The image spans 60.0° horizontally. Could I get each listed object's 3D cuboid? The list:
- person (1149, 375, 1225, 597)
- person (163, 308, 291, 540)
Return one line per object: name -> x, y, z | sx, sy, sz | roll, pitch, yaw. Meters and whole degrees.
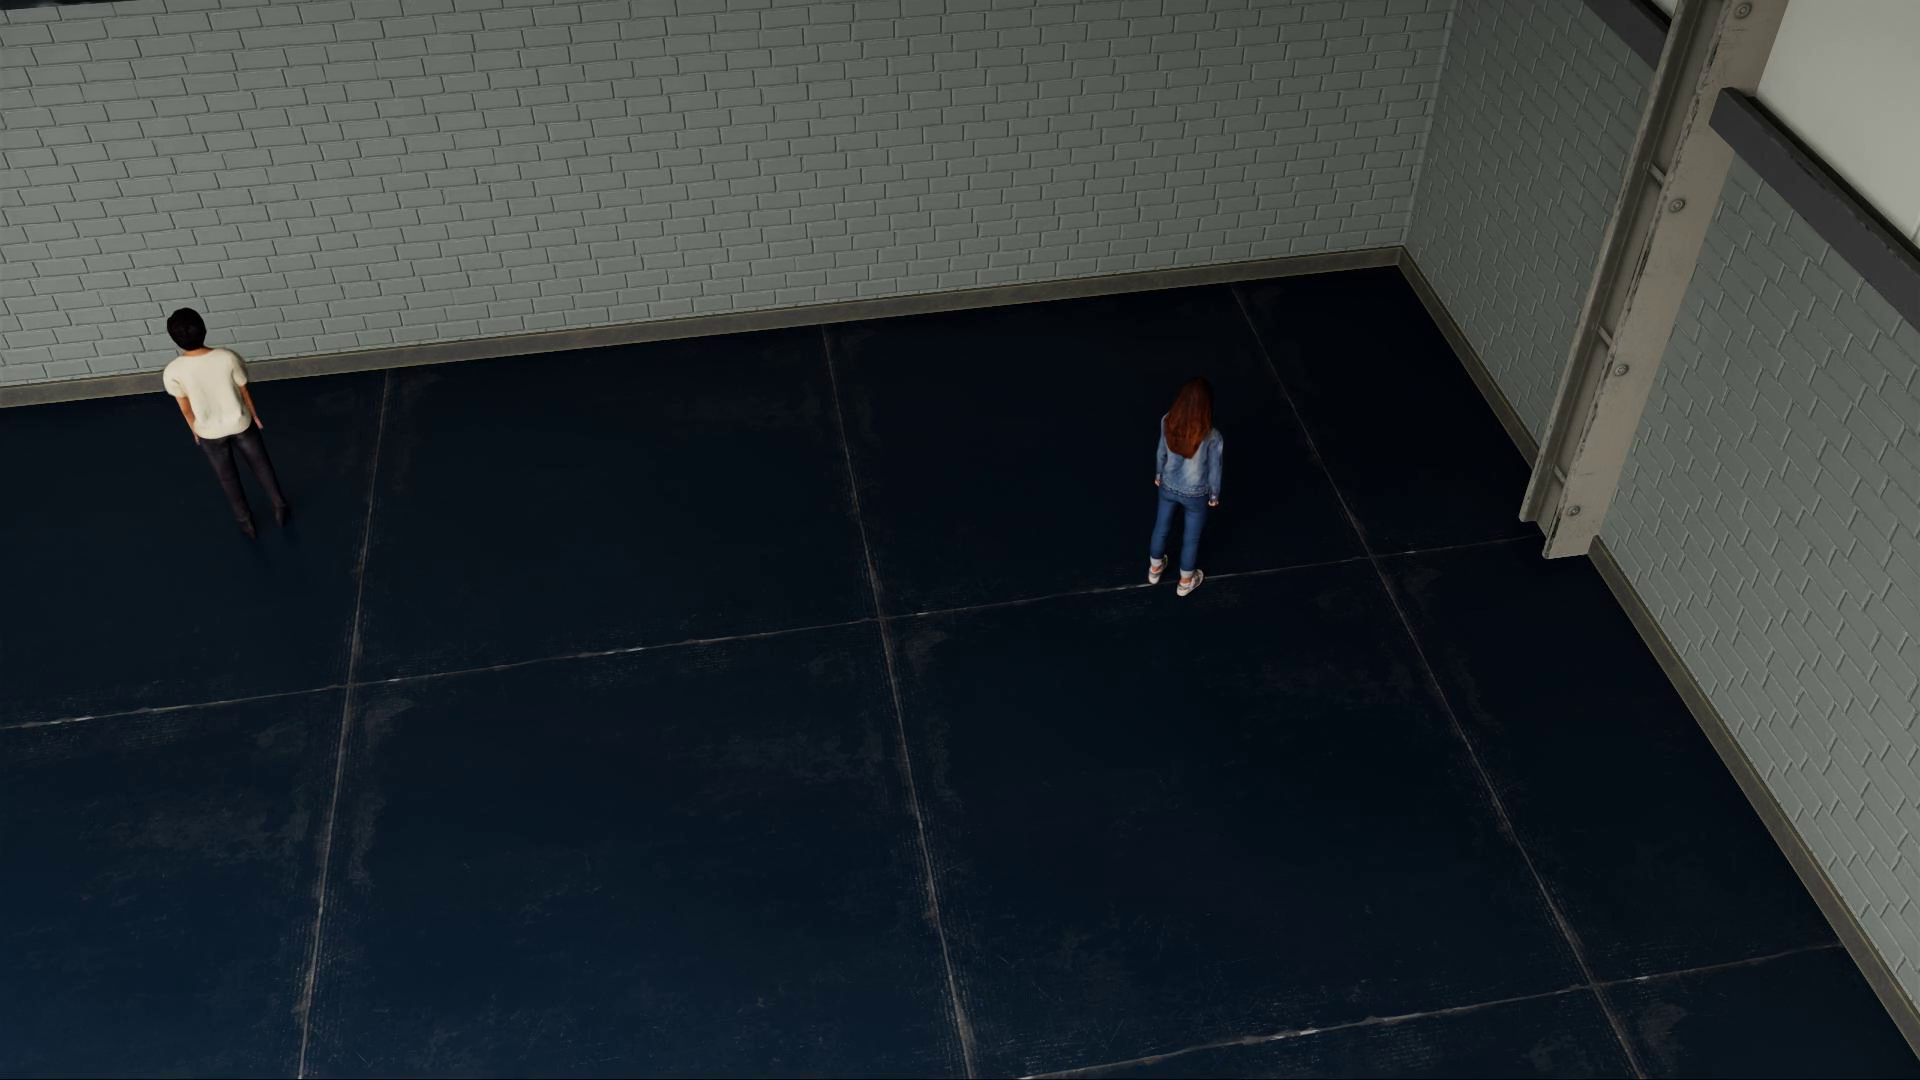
person -> 1.268, -0.300, 9.408 | 0.619, 1.474, 0.674 | 24, 48, 24
person -> -4.295, -0.669, 9.719 | 0.651, 1.588, 0.599 | -22, 47, -22
